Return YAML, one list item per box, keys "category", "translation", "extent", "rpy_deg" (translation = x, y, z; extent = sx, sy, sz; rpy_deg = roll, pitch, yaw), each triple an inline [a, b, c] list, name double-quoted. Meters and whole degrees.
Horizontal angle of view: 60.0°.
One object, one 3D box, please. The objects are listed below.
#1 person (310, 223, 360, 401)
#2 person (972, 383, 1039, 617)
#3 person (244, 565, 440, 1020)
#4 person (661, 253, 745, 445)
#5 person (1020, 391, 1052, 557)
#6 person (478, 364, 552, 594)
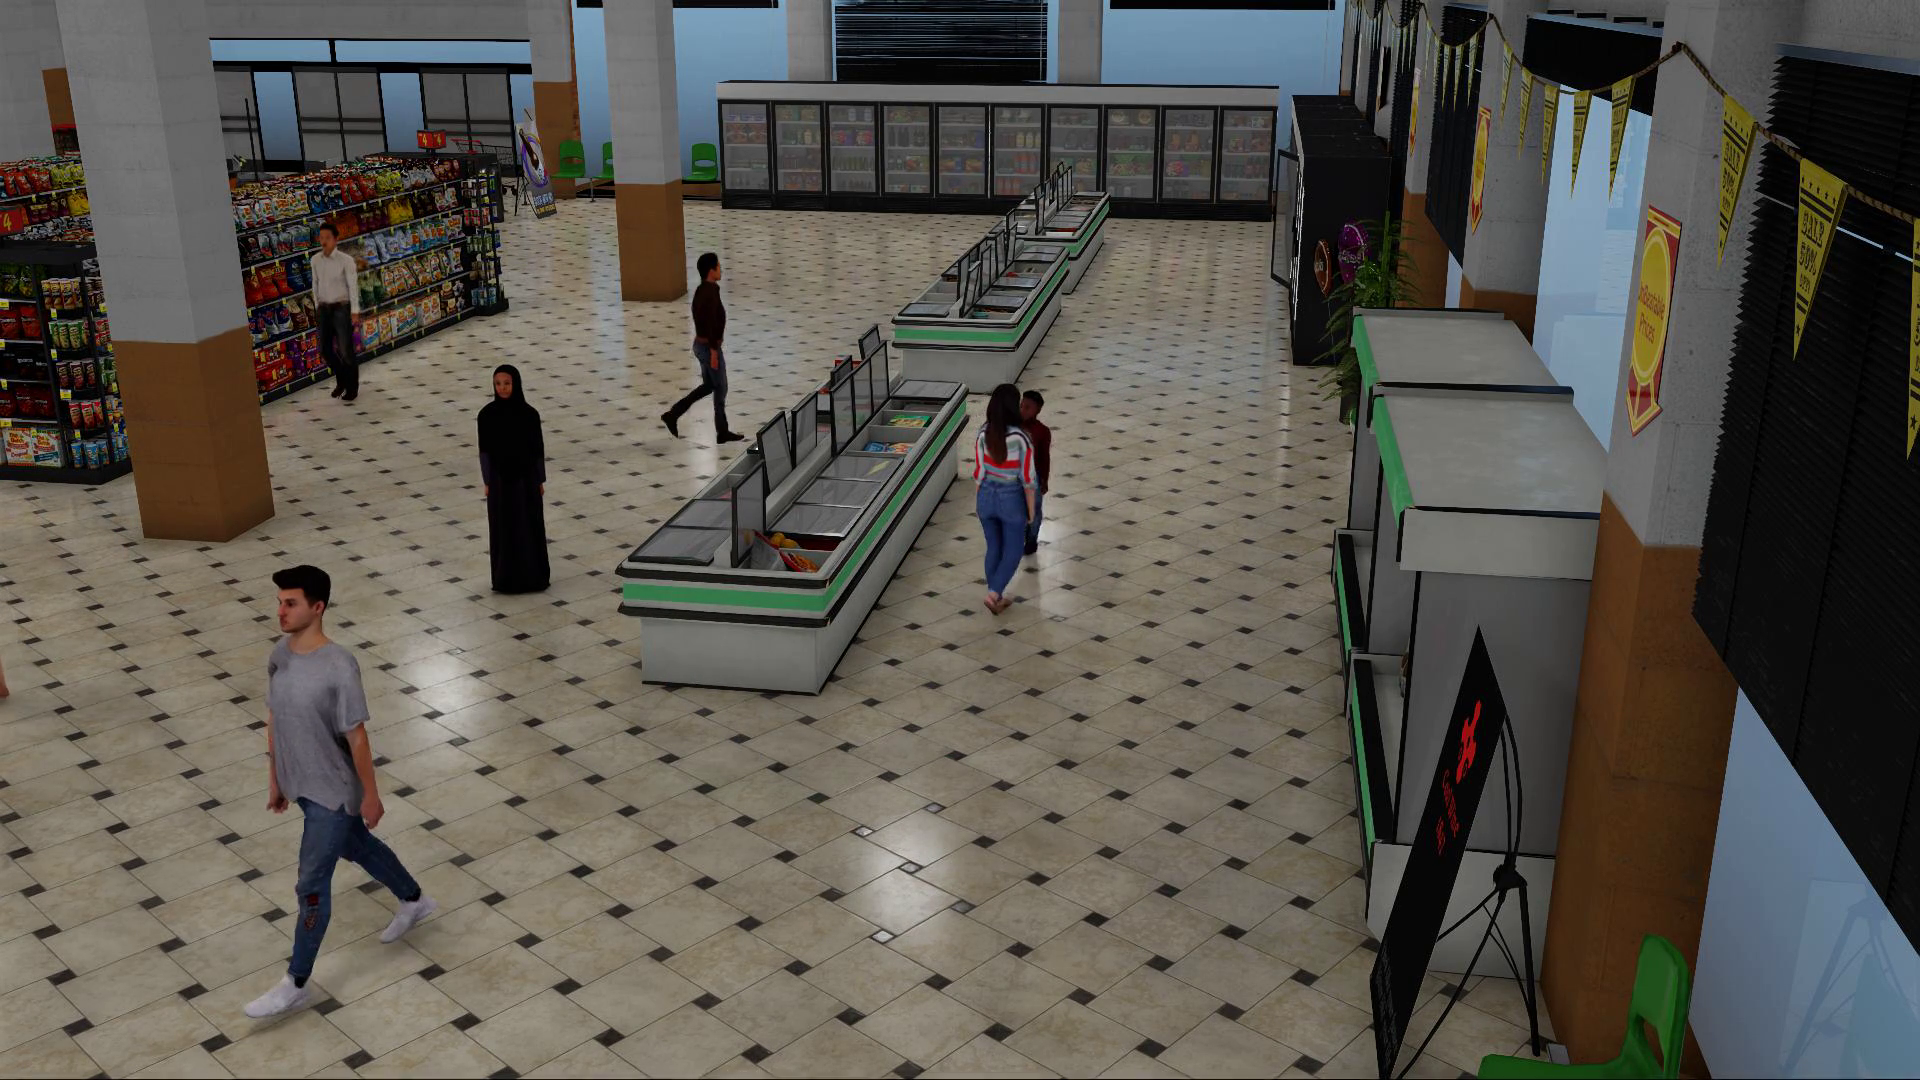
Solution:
- category: "person"
  translation: [-6.288, -2.321, 16.913]
  extent: [0.674, 1.797, 0.604]
  rpy_deg: [4, 19, 10]
- category: "person"
  translation: [0.246, -0.216, 10.987]
  extent: [0.737, 1.594, 0.883]
  rpy_deg: [7, 20, 19]
- category: "person"
  translation: [-2.589, 0.997, 7.003]
  extent: [1.054, 1.843, 1.323]
  rpy_deg: [13, 23, 33]
- category: "person"
  translation: [-2.377, -1.714, 15.171]
  extent: [1.011, 1.760, 1.045]
  rpy_deg: [-6, 20, -18]
- category: "person"
  translation: [0.558, -0.512, 12.412]
  extent: [0.629, 1.245, 0.729]
  rpy_deg: [12, 22, 32]
- category: "person"
  translation: [-3.106, -0.432, 11.596]
  extent: [0.665, 1.614, 0.661]
  rpy_deg: [-1, 19, -4]
